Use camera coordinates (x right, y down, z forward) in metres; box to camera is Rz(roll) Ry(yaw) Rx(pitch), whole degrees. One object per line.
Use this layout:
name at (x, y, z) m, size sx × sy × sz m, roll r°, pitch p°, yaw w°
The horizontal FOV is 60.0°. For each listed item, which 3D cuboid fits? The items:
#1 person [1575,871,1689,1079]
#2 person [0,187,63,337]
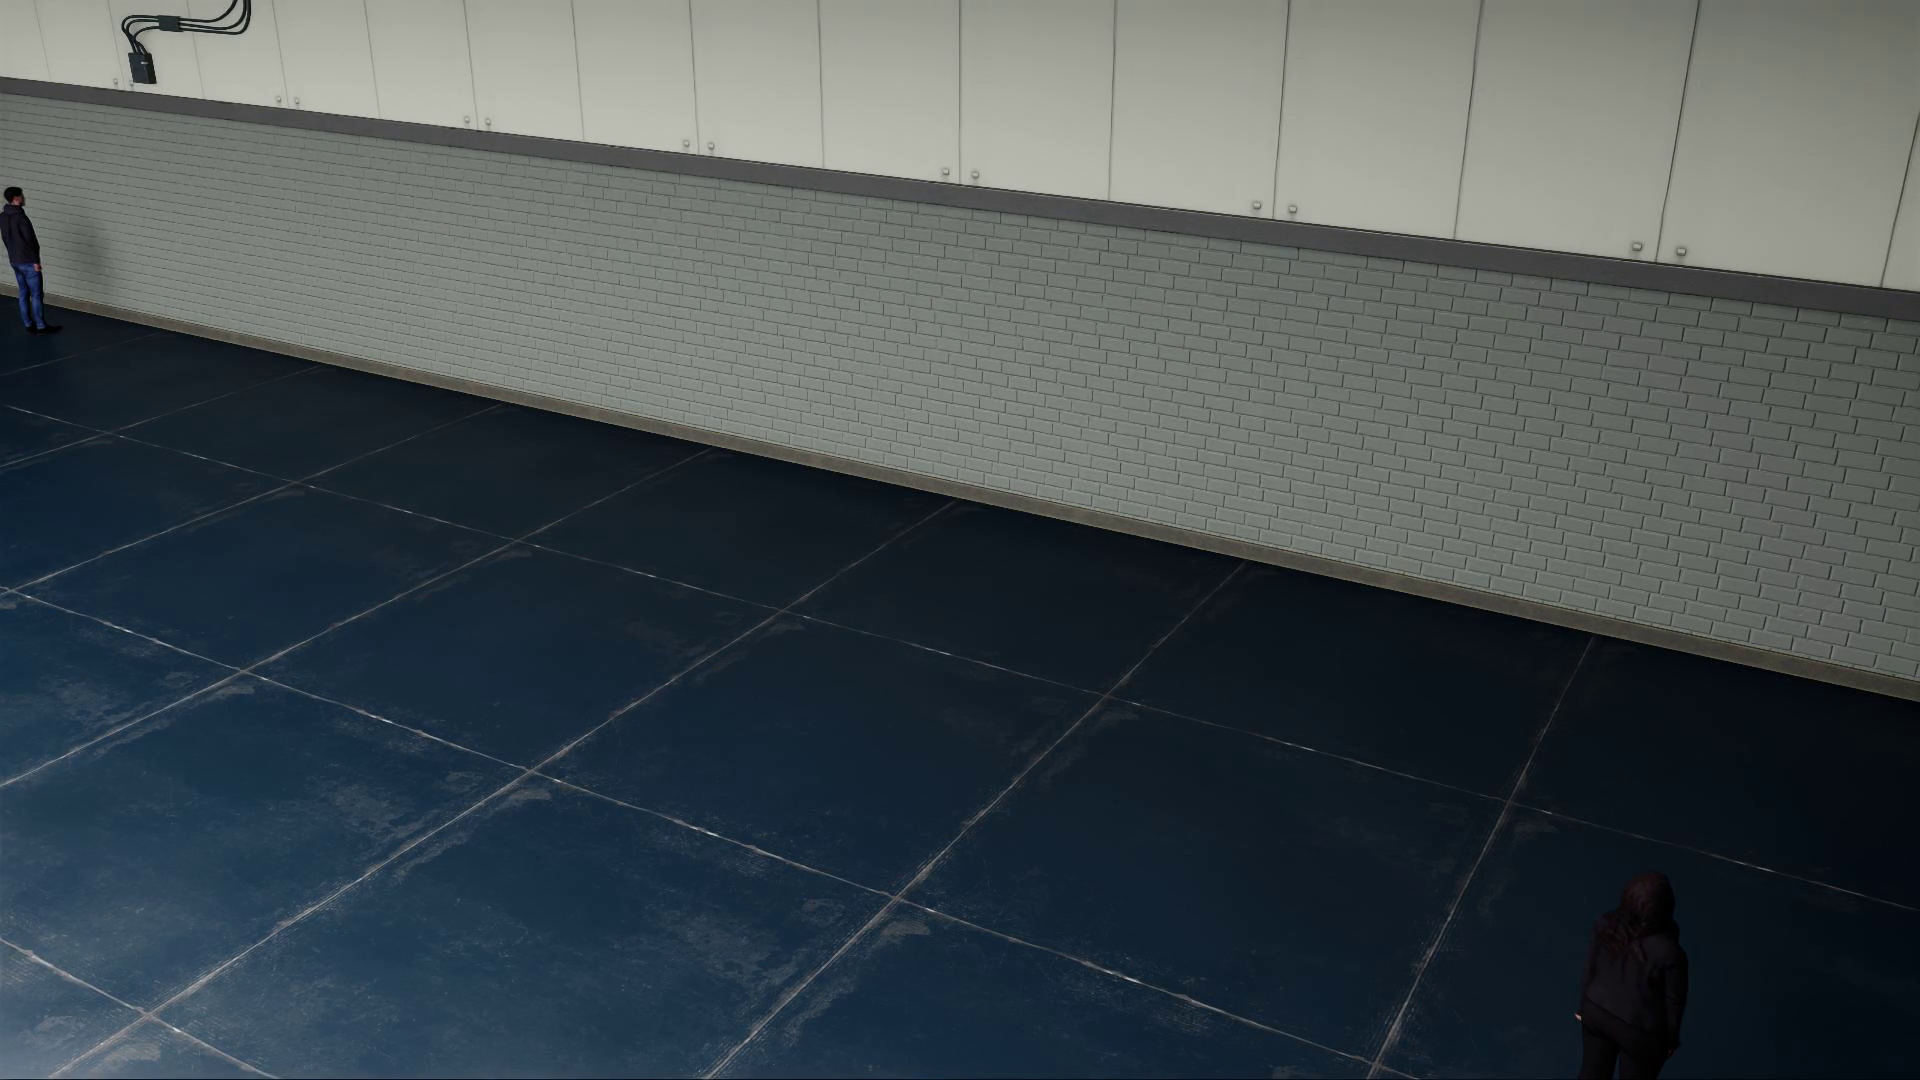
person at (3.165, 2.292, 7.903) m, size 0.722 × 1.616 × 0.720 m, roll -20°, pitch 30°, yaw -39°
person at (-12.030, -3.588, 21.381) m, size 0.673 × 1.890 × 0.563 m, roll 11°, pitch 25°, yaw 24°
